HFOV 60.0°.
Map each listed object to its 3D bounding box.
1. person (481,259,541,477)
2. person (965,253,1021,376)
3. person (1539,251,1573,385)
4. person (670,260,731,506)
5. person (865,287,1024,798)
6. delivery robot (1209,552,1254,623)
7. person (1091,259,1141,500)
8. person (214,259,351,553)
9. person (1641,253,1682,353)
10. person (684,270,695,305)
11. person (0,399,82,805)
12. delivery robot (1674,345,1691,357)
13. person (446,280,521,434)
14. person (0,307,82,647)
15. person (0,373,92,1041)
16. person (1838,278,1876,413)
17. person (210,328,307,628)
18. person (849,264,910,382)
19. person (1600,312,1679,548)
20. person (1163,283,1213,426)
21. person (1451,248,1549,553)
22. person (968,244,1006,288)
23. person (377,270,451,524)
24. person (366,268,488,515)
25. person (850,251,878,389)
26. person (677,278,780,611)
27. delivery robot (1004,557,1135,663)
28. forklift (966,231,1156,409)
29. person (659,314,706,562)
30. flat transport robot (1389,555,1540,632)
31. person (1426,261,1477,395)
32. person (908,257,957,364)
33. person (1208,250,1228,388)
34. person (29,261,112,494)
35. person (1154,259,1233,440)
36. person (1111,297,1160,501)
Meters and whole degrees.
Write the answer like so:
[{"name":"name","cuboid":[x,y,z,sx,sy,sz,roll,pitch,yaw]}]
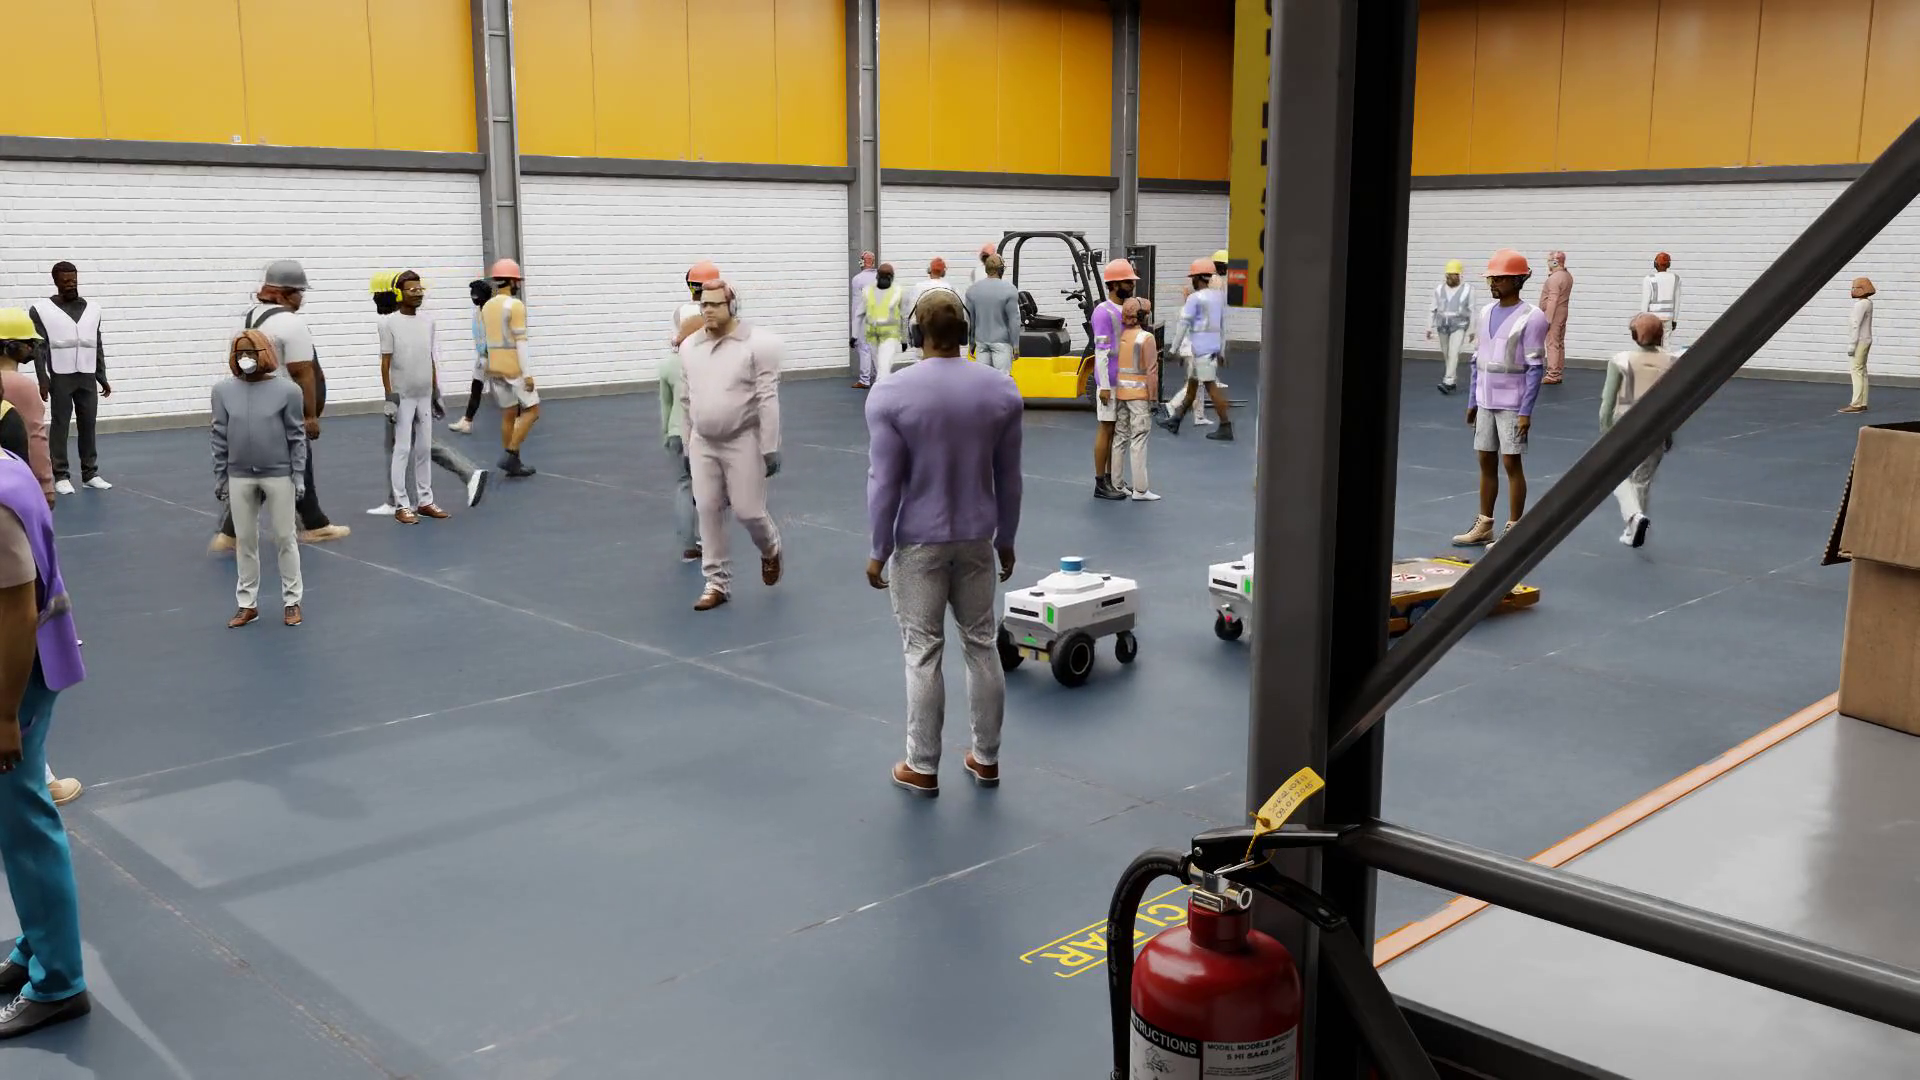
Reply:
[{"name":"person","cuboid":[-3.920,-1.493,14.586,0.607,1.924,0.439,9,14,40]},{"name":"person","cuboid":[0.364,-2.107,17.911,0.637,1.938,0.357,6,12,28]},{"name":"person","cuboid":[8.512,-3.183,23.863,0.410,1.911,0.640,8,13,36]},{"name":"person","cuboid":[-1.998,-1.226,13.107,0.542,1.939,0.366,4,11,23]},{"name":"person","cuboid":[-0.060,0.014,6.348,0.633,1.936,0.355,-4,11,-22]},{"name":"delivery robot","cuboid":[1.649,0.218,8.756,0.707,0.478,0.477,-7,13,-34]},{"name":"person","cuboid":[1.276,-1.302,13.512,0.347,1.942,0.548,6,12,28]},{"name":"person","cuboid":[-4.638,-0.926,11.193,0.695,2.000,0.985,10,15,44]},{"name":"person","cuboid":[10.036,-3.174,23.882,0.573,1.883,0.355,-1,10,-6]},{"name":"person","cuboid":[-2.221,-1.414,14.320,0.326,1.871,0.520,2,11,10]},{"name":"person","cuboid":[-3.613,0.106,6.110,0.625,1.844,0.429,2,11,9]},{"name":"delivery robot","cuboid":[10.445,-2.562,23.912,0.707,0.478,0.477,7,13,35]},{"name":"person","cuboid":[-5.091,-1.937,17.778,0.861,1.648,0.538,-9,14,-42]},{"name":"person","cuboid":[-4.820,-0.304,8.553,0.533,1.766,0.326,6,12,32]},{"name":"person","cuboid":[-2.567,0.404,4.473,0.376,1.844,0.571,-7,12,-33]},{"name":"person","cuboid":[10.861,-2.349,20.095,0.280,1.624,0.494,8,13,39]},{"name":"person","cuboid":[-3.818,-0.334,9.079,0.497,1.633,0.284,-1,10,-7]},{"name":"person","cuboid":[-0.973,-2.448,20.200,0.642,1.777,1.002,4,11,22]},{"name":"person","cuboid":[4.597,-0.721,11.222,0.521,1.622,0.597,0,10,1]},{"name":"person","cuboid":[2.552,-2.060,18.555,0.640,1.603,0.529,-5,11,-24]},{"name":"person","cuboid":[3.636,-0.927,11.191,0.371,2.044,0.608,-5,11,-25]},{"name":"person","cuboid":[0.467,-3.374,24.674,0.624,1.989,1.017,7,13,34]},{"name":"person","cuboid":[-4.071,-1.064,12.402,0.324,1.875,0.519,6,12,32]},{"name":"person","cuboid":[-4.122,-1.122,12.706,0.819,1.894,0.604,0,10,-2]},{"name":"person","cuboid":[-1.290,-3.068,23.242,0.410,1.908,0.642,10,14,42]},{"name":"person","cuboid":[-1.326,-0.563,9.619,0.660,1.891,0.641,4,11,18]},{"name":"delivery robot","cuboid":[0.545,0.327,8.161,0.477,0.478,0.707,10,14,42]},{"name":"forklift","cuboid":[1.222,-2.721,20.561,2.313,2.155,1.214,2,11,13]},{"name":"person","cuboid":[-1.731,-0.664,10.902,0.510,1.617,0.349,3,11,15]},{"name":"flat transport robot","cuboid":[2.548,0.292,9.382,1.431,0.197,0.652,-7,12,-34]},{"name":"person","cuboid":[6.591,-2.854,22.396,0.603,1.777,0.950,8,13,38]},{"name":"person","cuboid":[-0.375,-2.554,20.571,0.665,1.855,0.614,-5,11,-23]},{"name":"person","cuboid":[3.608,-3.099,23.363,0.383,1.923,0.590,0,10,1]},{"name":"person","cuboid":[-7.407,-1.354,13.863,0.372,1.917,0.596,7,12,32]},{"name":"person","cuboid":[2.502,-2.003,17.512,1.020,1.874,0.563,8,13,36]},{"name":"person","cuboid":[1.401,-1.133,13.415,0.306,1.640,0.522,-8,13,-37]}]
